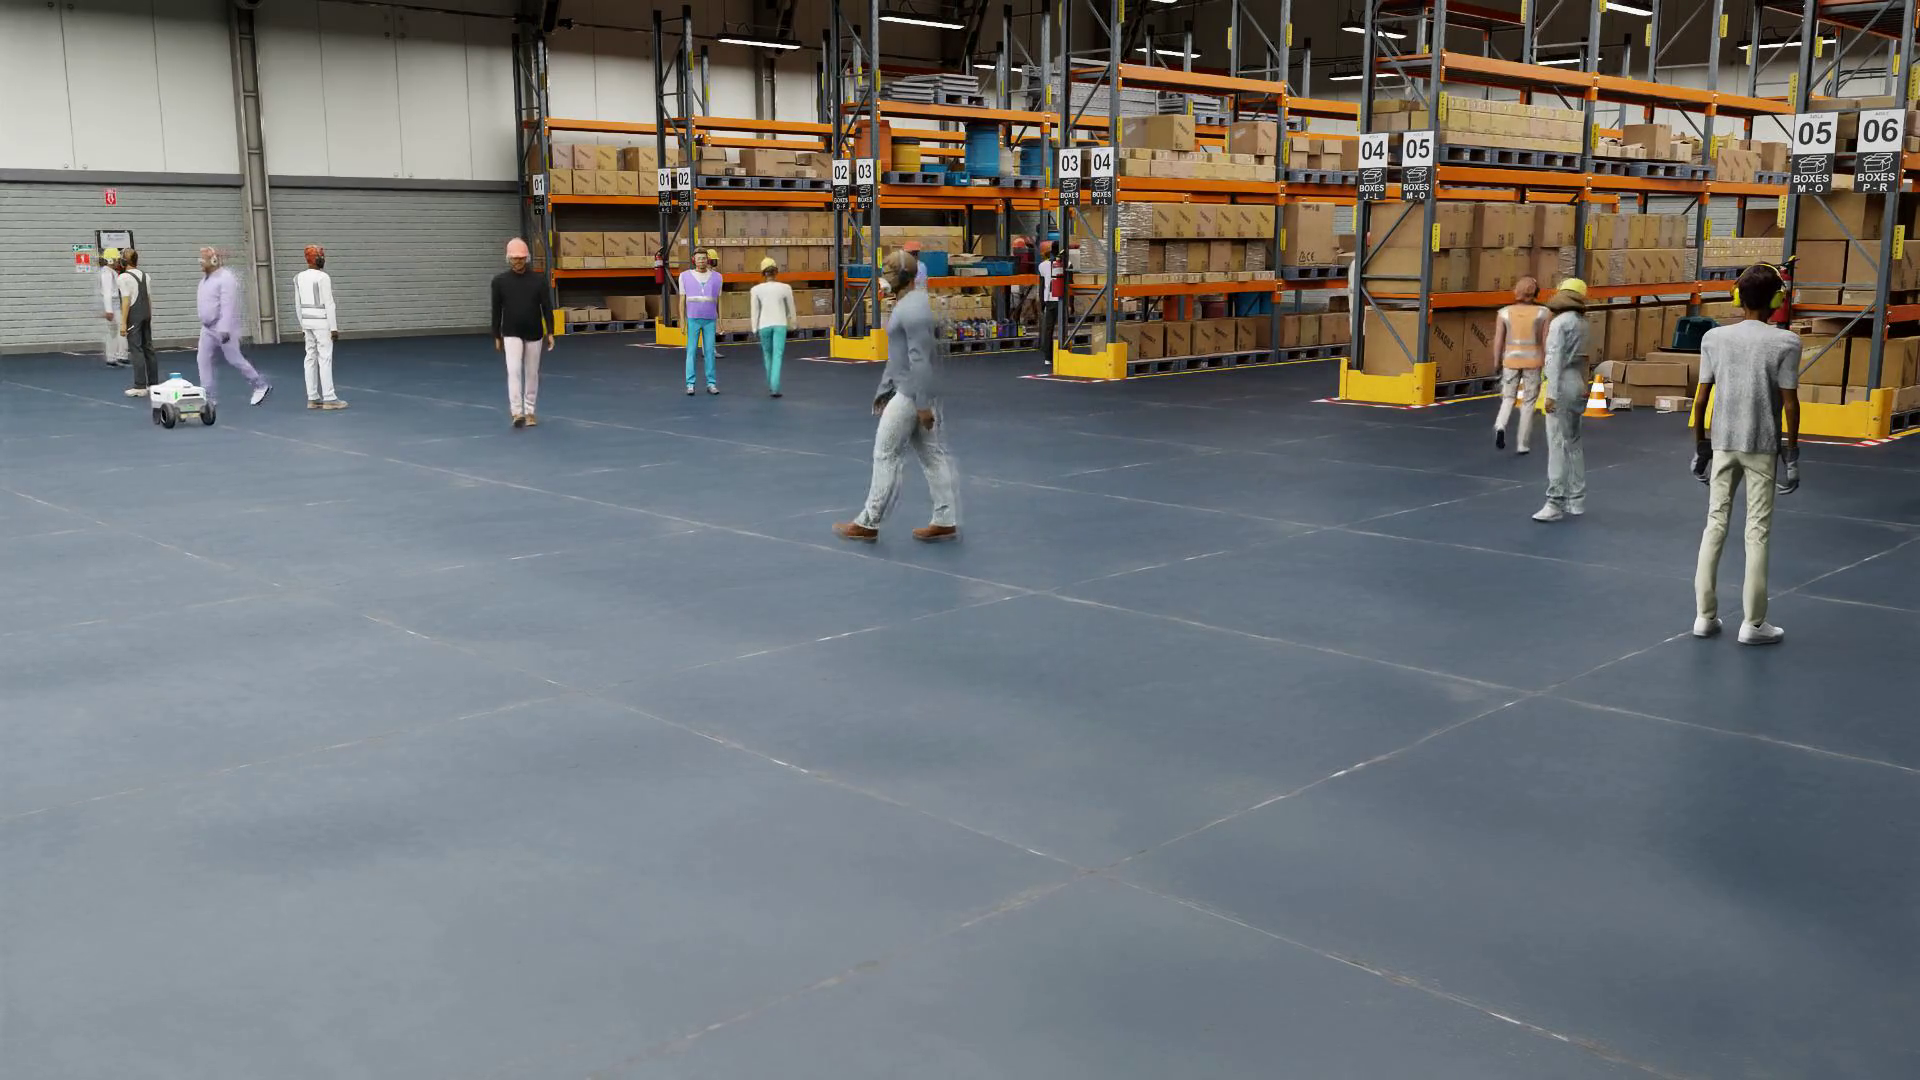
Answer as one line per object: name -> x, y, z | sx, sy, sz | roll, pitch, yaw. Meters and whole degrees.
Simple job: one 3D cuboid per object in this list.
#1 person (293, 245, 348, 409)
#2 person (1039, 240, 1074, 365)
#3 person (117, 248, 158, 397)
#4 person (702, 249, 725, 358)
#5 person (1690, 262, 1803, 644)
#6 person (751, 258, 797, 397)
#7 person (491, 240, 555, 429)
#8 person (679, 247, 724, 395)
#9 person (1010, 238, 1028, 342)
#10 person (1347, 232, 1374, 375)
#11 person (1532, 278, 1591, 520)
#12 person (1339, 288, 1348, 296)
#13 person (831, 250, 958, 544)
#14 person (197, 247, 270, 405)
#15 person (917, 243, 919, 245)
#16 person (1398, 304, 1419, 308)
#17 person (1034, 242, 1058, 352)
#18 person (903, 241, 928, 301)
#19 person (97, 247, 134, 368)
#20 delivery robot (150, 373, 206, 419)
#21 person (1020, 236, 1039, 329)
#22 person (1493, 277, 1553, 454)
person -> -7.451, -2.470, 19.328 | 0.573, 1.882, 0.354 | 6, 12, 29
person -> 1.504, -3.686, 25.890 | 0.587, 1.910, 0.391 | 6, 12, 28
person -> -10.334, -2.731, 20.853 | 0.349, 1.847, 0.505 | 3, 11, 14
person -> -4.083, -3.881, 27.339 | 0.310, 1.768, 0.533 | -7, 12, -33
person -> 3.898, -0.429, 8.241 | 0.317, 1.867, 0.531 | -9, 14, -42
person -> -2.337, -2.663, 20.848 | 0.536, 1.709, 0.947 | 1, 10, 4
person -> -4.535, -2.134, 17.322 | 0.615, 1.946, 0.995 | -4, 11, -21
person -> -3.275, -2.773, 21.075 | 0.563, 1.847, 0.388 | -4, 11, -20
person -> 1.097, -4.718, 31.436 | 0.375, 1.939, 0.546 | -4, 11, -19
person -> 5.408, -3.082, 22.232 | 0.394, 2.039, 0.614 | -2, 11, -11
person -> 4.266, -1.003, 11.845 | 0.339, 1.698, 0.624 | 10, 14, 43
person -> 9.322, -6.357, 40.298 | 0.525, 1.959, 0.686 | 9, 13, 39
person -> -0.440, -0.919, 10.821 | 0.936, 1.898, 0.641 | 0, 10, 0
person -> -8.640, -2.502, 19.527 | 0.638, 1.876, 0.907 | 7, 13, 34
person -> -0.950, -5.653, 36.794 | 0.859, 1.838, 0.554 | -9, 14, -42
person -> 7.161, -3.588, 26.171 | 0.518, 1.613, 0.729 | 5, 11, 24
person -> 1.587, -4.174, 28.620 | 0.661, 1.890, 0.393 | -2, 11, -12
person -> -0.733, -3.763, 26.318 | 0.615, 1.905, 0.551 | -3, 11, -16
person -> -12.709, -3.507, 25.153 | 0.572, 1.812, 0.626 | -5, 11, -25
delivery robot -> -8.338, -1.538, 17.727 | 0.707, 0.478, 0.477 | 10, 14, 43
person -> 1.524, -5.513, 35.633 | 1.049, 2.004, 0.620 | -10, 14, -43
person -> 5.135, -1.583, 15.196 | 0.518, 1.627, 0.435 | 7, 12, 32
